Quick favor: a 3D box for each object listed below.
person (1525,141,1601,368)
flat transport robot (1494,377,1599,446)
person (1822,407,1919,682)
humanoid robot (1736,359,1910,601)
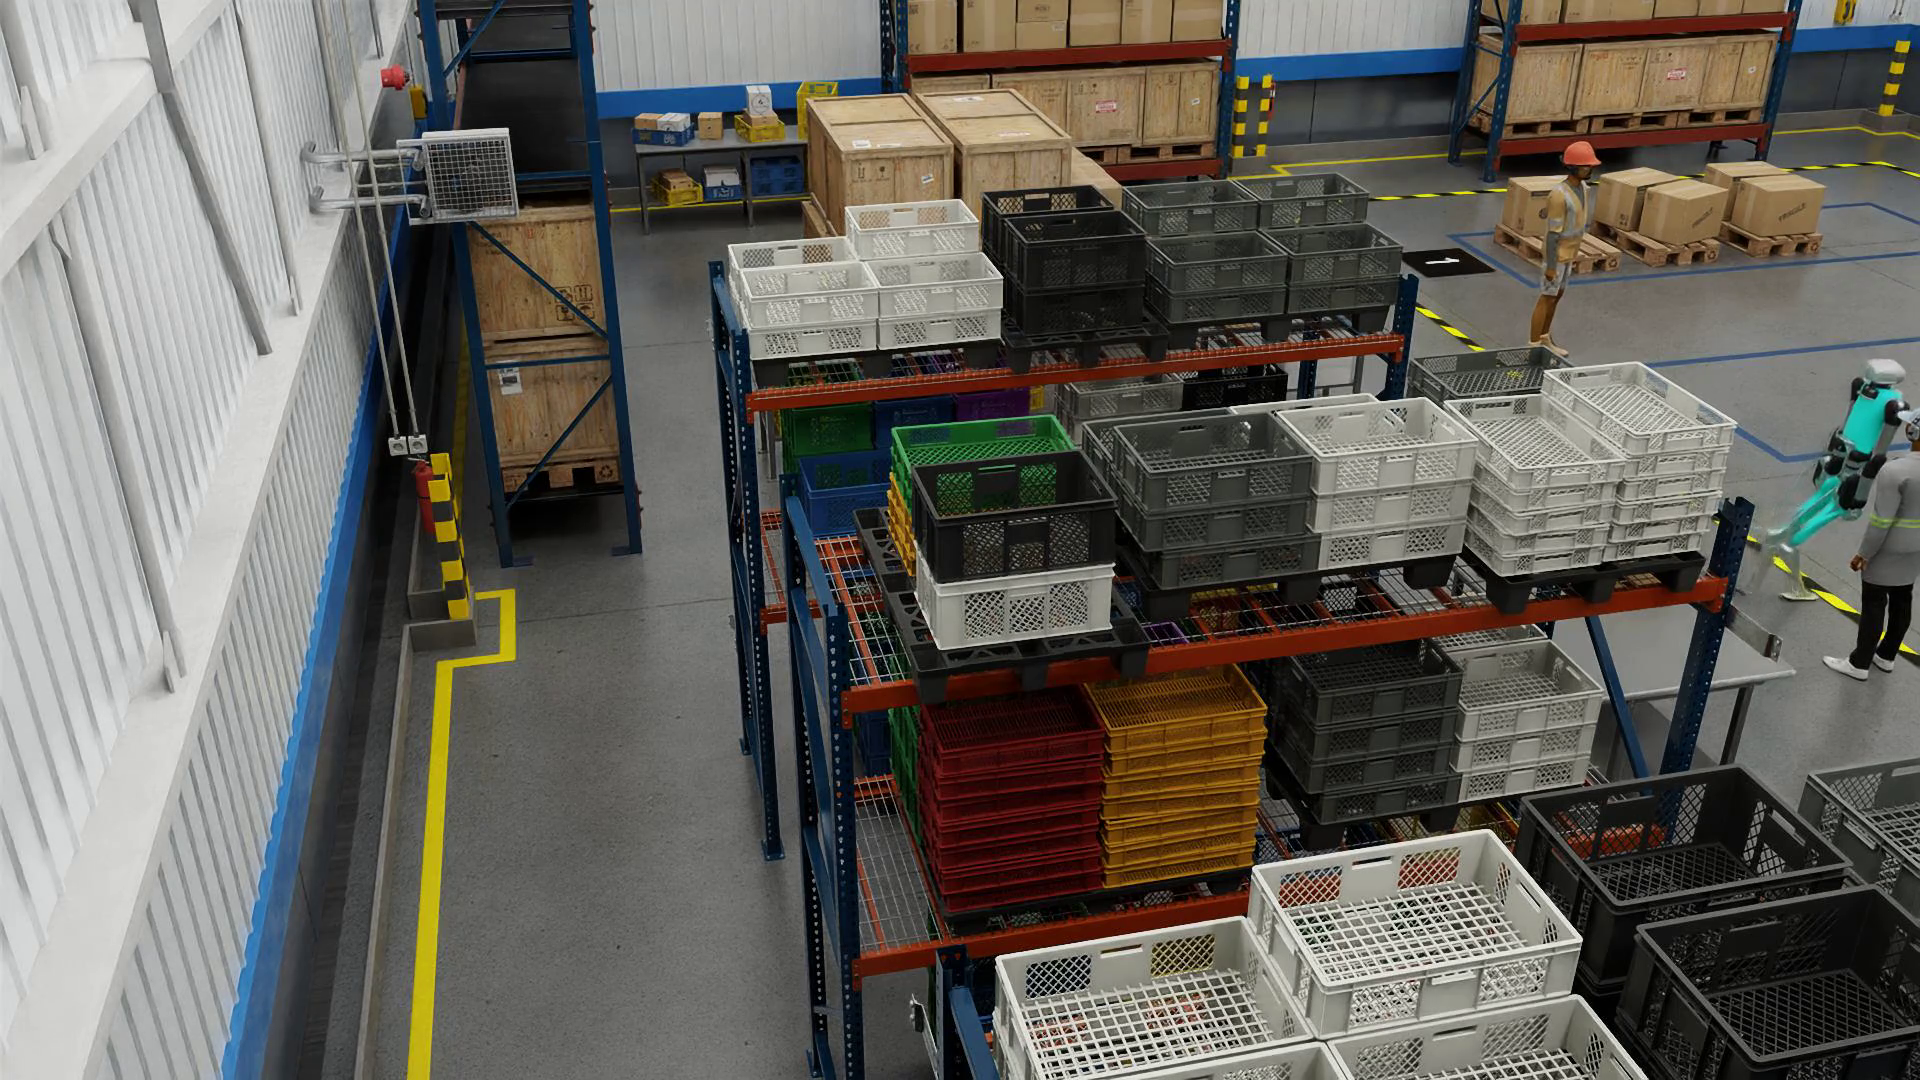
[{"bbox_3d":[5.452,-2.583,15.041,0.362,2.048,0.610,19,33,32],"label":"person"},{"bbox_3d":[4.780,-1.036,14.013,0.659,0.231,1.431,-6,28,-12],"label":"flat transport robot"},{"bbox_3d":[5.790,0.014,10.325,0.589,1.850,0.395,-10,29,-18],"label":"person"},{"bbox_3d":[5.720,-0.307,11.168,0.833,1.871,0.548,-1,28,-2],"label":"humanoid robot"}]
